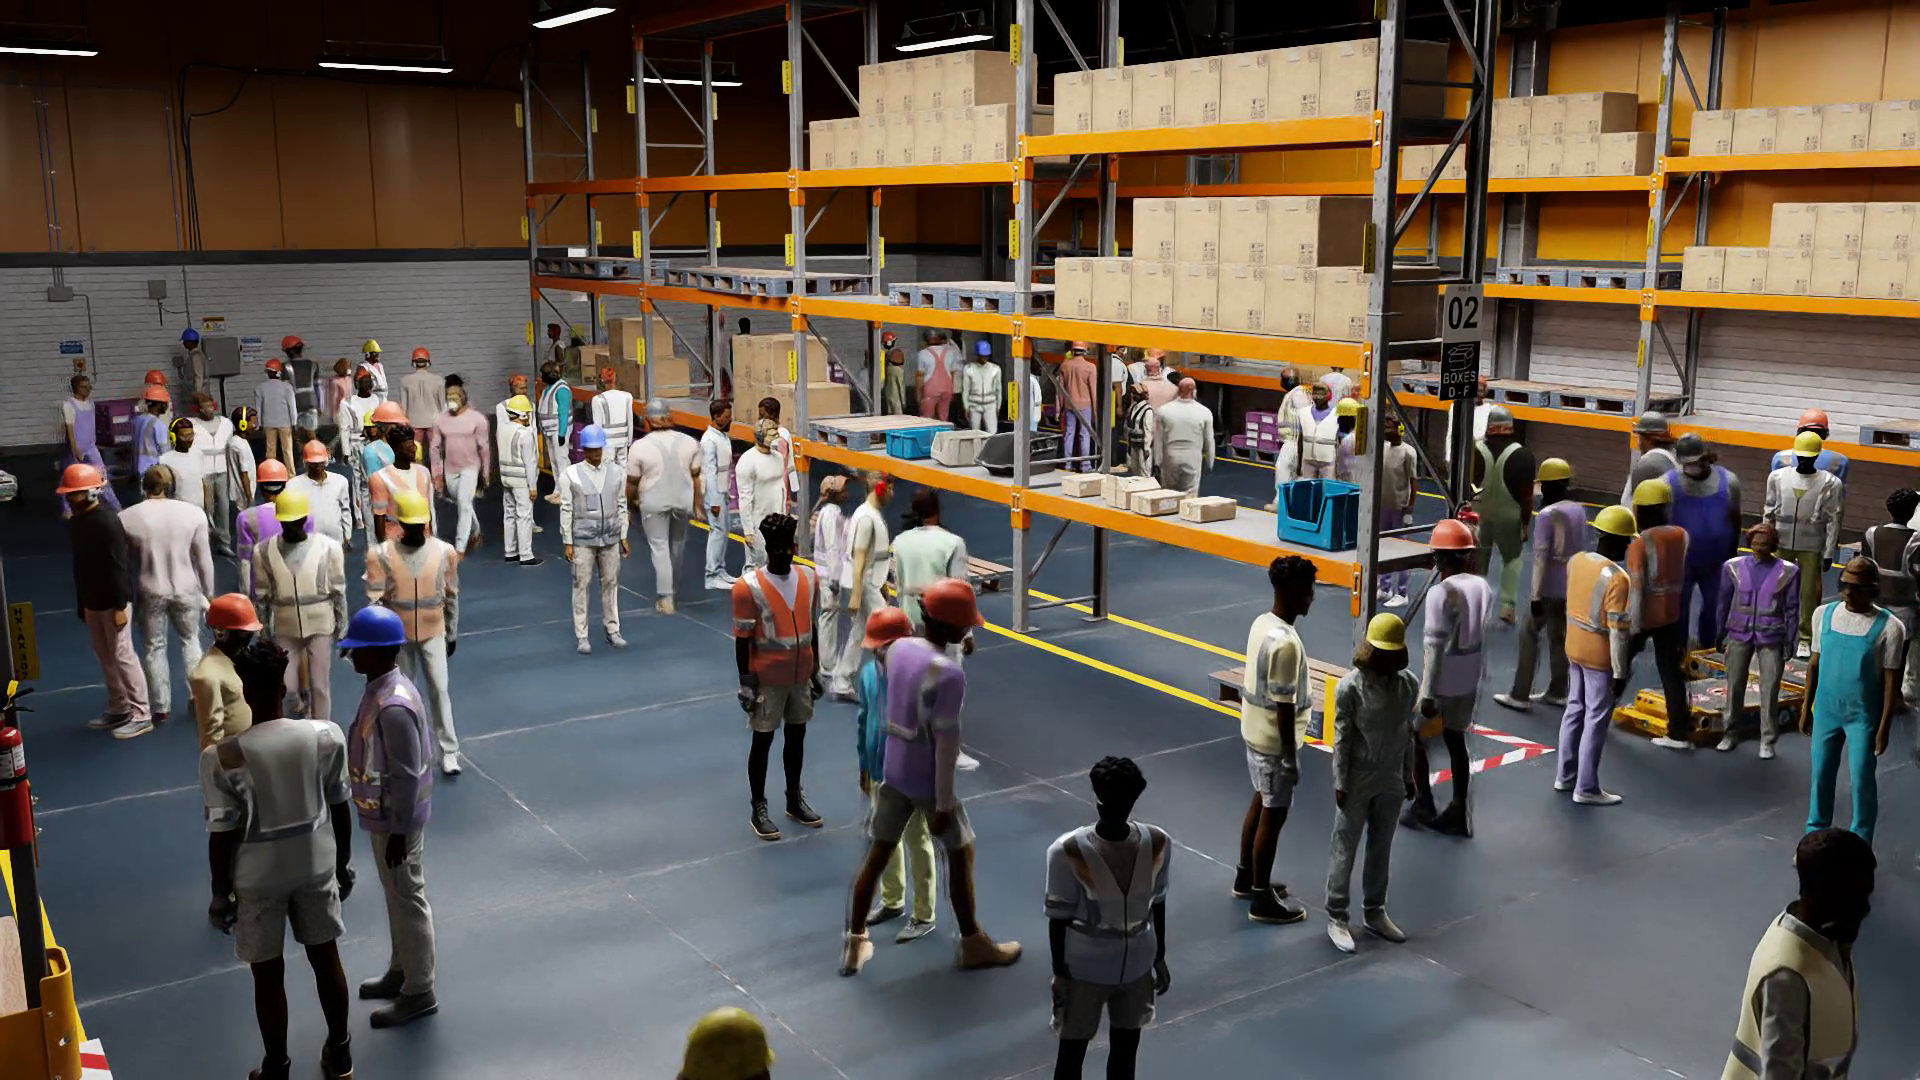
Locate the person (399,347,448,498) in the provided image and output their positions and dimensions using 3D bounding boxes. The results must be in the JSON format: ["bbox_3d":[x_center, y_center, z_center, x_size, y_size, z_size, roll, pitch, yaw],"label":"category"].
[{"bbox_3d":[-7.031,-1.533,21.848,0.617,1.986,0.408,-3,12,-17],"label":"person"}]

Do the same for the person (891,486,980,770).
[{"bbox_3d":[-0.150,0.599,11.233,0.763,1.888,0.366,9,14,38],"label":"person"}]

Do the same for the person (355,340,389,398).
[{"bbox_3d":[-8.853,-2.104,25.154,0.404,1.833,0.590,2,11,8],"label":"person"}]

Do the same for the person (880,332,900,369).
[{"bbox_3d":[-1.193,-2.675,28.325,0.352,1.738,0.574,0,11,1],"label":"person"}]

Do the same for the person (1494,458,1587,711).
[{"bbox_3d":[4.402,0.333,12.491,0.599,1.910,0.492,-8,14,-36],"label":"person"}]

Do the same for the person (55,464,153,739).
[{"bbox_3d":[-6.120,0.433,11.825,0.624,1.980,0.424,8,14,36],"label":"person"}]

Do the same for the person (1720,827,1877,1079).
[{"bbox_3d":[2.518,1.779,5.069,0.399,1.916,0.590,8,13,35],"label":"person"}]

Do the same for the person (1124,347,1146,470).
[{"bbox_3d":[2.606,-1.948,24.324,0.515,1.843,0.326,-3,12,-17],"label":"person"}]

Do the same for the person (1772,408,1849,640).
[{"bbox_3d":[7.410,-0.142,14.608,0.610,2.035,0.410,5,12,22],"label":"person"}]

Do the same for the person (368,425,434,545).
[{"bbox_3d":[-4.659,0.006,14.009,0.362,1.966,0.611,6,13,29],"label":"person"}]

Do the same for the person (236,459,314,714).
[{"bbox_3d":[-5.049,0.358,12.327,0.549,1.925,0.384,-7,13,-32],"label":"person"}]

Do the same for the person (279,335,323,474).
[{"bbox_3d":[-9.376,-1.897,23.640,0.570,2.011,0.685,10,15,41],"label":"person"}]

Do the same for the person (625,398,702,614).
[{"bbox_3d":[-2.868,-0.372,15.755,0.699,2.000,0.962,-7,13,-31],"label":"person"}]

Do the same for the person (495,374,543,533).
[{"bbox_3d":[-5.129,-0.990,19.337,0.350,1.879,0.579,7,13,32],"label":"person"}]

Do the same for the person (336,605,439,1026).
[{"bbox_3d":[-2.628,1.250,7.682,0.381,1.949,0.614,-5,12,-26],"label":"person"}]

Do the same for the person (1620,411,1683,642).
[{"bbox_3d":[6.077,-0.147,14.605,0.669,2.000,0.690,9,14,39],"label":"person"}]

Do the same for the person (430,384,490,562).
[{"bbox_3d":[-5.421,-0.766,18.147,0.645,1.904,0.969,2,11,8],"label":"person"}]

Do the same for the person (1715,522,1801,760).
[{"bbox_3d":[5.467,0.679,11.431,0.523,1.632,0.315,7,13,33],"label":"person"}]

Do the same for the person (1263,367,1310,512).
[{"bbox_3d":[4.078,-1.248,20.799,0.748,1.816,0.667,1,11,4],"label":"person"}]

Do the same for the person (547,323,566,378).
[{"bbox_3d":[-6.937,-2.828,28.821,0.397,1.847,0.564,-3,12,-16],"label":"person"}]

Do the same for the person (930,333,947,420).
[{"bbox_3d":[-0.390,-2.392,26.623,0.431,1.843,0.513,9,14,38],"label":"person"}]

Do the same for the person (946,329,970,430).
[{"bbox_3d":[-0.114,-2.891,28.906,0.708,1.940,0.615,10,15,41],"label":"person"}]

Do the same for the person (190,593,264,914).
[{"bbox_3d":[-3.824,1.133,8.833,0.355,1.739,0.573,0,11,-1],"label":"person"}]

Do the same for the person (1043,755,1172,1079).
[{"bbox_3d":[0.568,1.632,6.377,0.535,1.699,0.321,-4,12,-20],"label":"person"}]

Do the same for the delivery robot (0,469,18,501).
[{"bbox_3d":[-12.331,-0.741,21.219,0.707,0.478,0.477,9,14,40],"label":"delivery robot"}]

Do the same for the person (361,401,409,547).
[{"bbox_3d":[-5.132,-0.241,15.072,0.369,2.046,0.606,2,11,8],"label":"person"}]

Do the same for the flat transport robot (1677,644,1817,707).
[{"bbox_3d":[6.290,1.058,12.979,0.652,0.197,1.431,-5,12,-26],"label":"flat transport robot"}]

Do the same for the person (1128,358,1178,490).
[{"bbox_3d":[2.444,-1.361,21.169,0.645,1.905,0.400,-3,11,-13],"label":"person"}]

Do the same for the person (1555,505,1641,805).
[{"bbox_3d":[4.026,0.724,10.482,0.394,1.913,0.591,-2,11,-12],"label":"person"}]

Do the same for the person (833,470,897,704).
[{"bbox_3d":[-0.581,0.375,12.567,0.862,1.788,0.653,0,11,0],"label":"person"}]

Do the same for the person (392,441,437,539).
[{"bbox_3d":[-4.922,-0.035,14.834,0.524,1.725,0.362,-1,11,-3],"label":"person"}]

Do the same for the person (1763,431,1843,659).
[{"bbox_3d":[7.053,0.034,13.995,0.586,1.919,0.394,9,14,39],"label":"person"}]

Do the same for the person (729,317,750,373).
[{"bbox_3d":[-3.794,-2.951,29.267,0.588,1.920,0.390,7,13,32],"label":"person"}]

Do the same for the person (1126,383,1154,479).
[{"bbox_3d":[2.255,-1.153,20.808,0.313,1.634,0.514,-4,12,-20],"label":"person"}]

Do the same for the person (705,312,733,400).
[{"bbox_3d":[-4.337,-3.093,29.818,0.432,1.978,0.643,-9,14,-38],"label":"person"}]

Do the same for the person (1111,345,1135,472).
[{"bbox_3d":[2.287,-2.004,24.106,0.535,2.000,0.681,-1,11,-7],"label":"person"}]

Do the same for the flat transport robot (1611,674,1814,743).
[{"bbox_3d":[5.539,1.216,12.172,1.431,0.197,0.652,-5,12,-25],"label":"flat transport robot"}]

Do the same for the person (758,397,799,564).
[{"bbox_3d":[-1.828,-0.479,16.661,0.410,1.908,0.598,-3,12,-17],"label":"person"}]

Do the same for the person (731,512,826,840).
[{"bbox_3d":[-1.072,0.795,9.971,0.614,1.964,0.361,-10,15,-40],"label":"person"}]

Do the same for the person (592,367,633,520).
[{"bbox_3d":[-4.211,-1.155,20.158,0.354,1.887,0.573,10,15,42],"label":"person"}]

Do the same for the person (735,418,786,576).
[{"bbox_3d":[-1.751,-0.132,14.827,0.357,1.932,0.633,6,13,28],"label":"person"}]

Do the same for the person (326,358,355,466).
[{"bbox_3d":[-9.138,-1.881,24.553,0.432,1.618,0.511,3,12,17],"label":"person"}]

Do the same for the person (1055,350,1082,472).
[{"bbox_3d":[1.610,-1.853,24.035,0.525,1.772,0.308,-4,12,-21],"label":"person"}]
